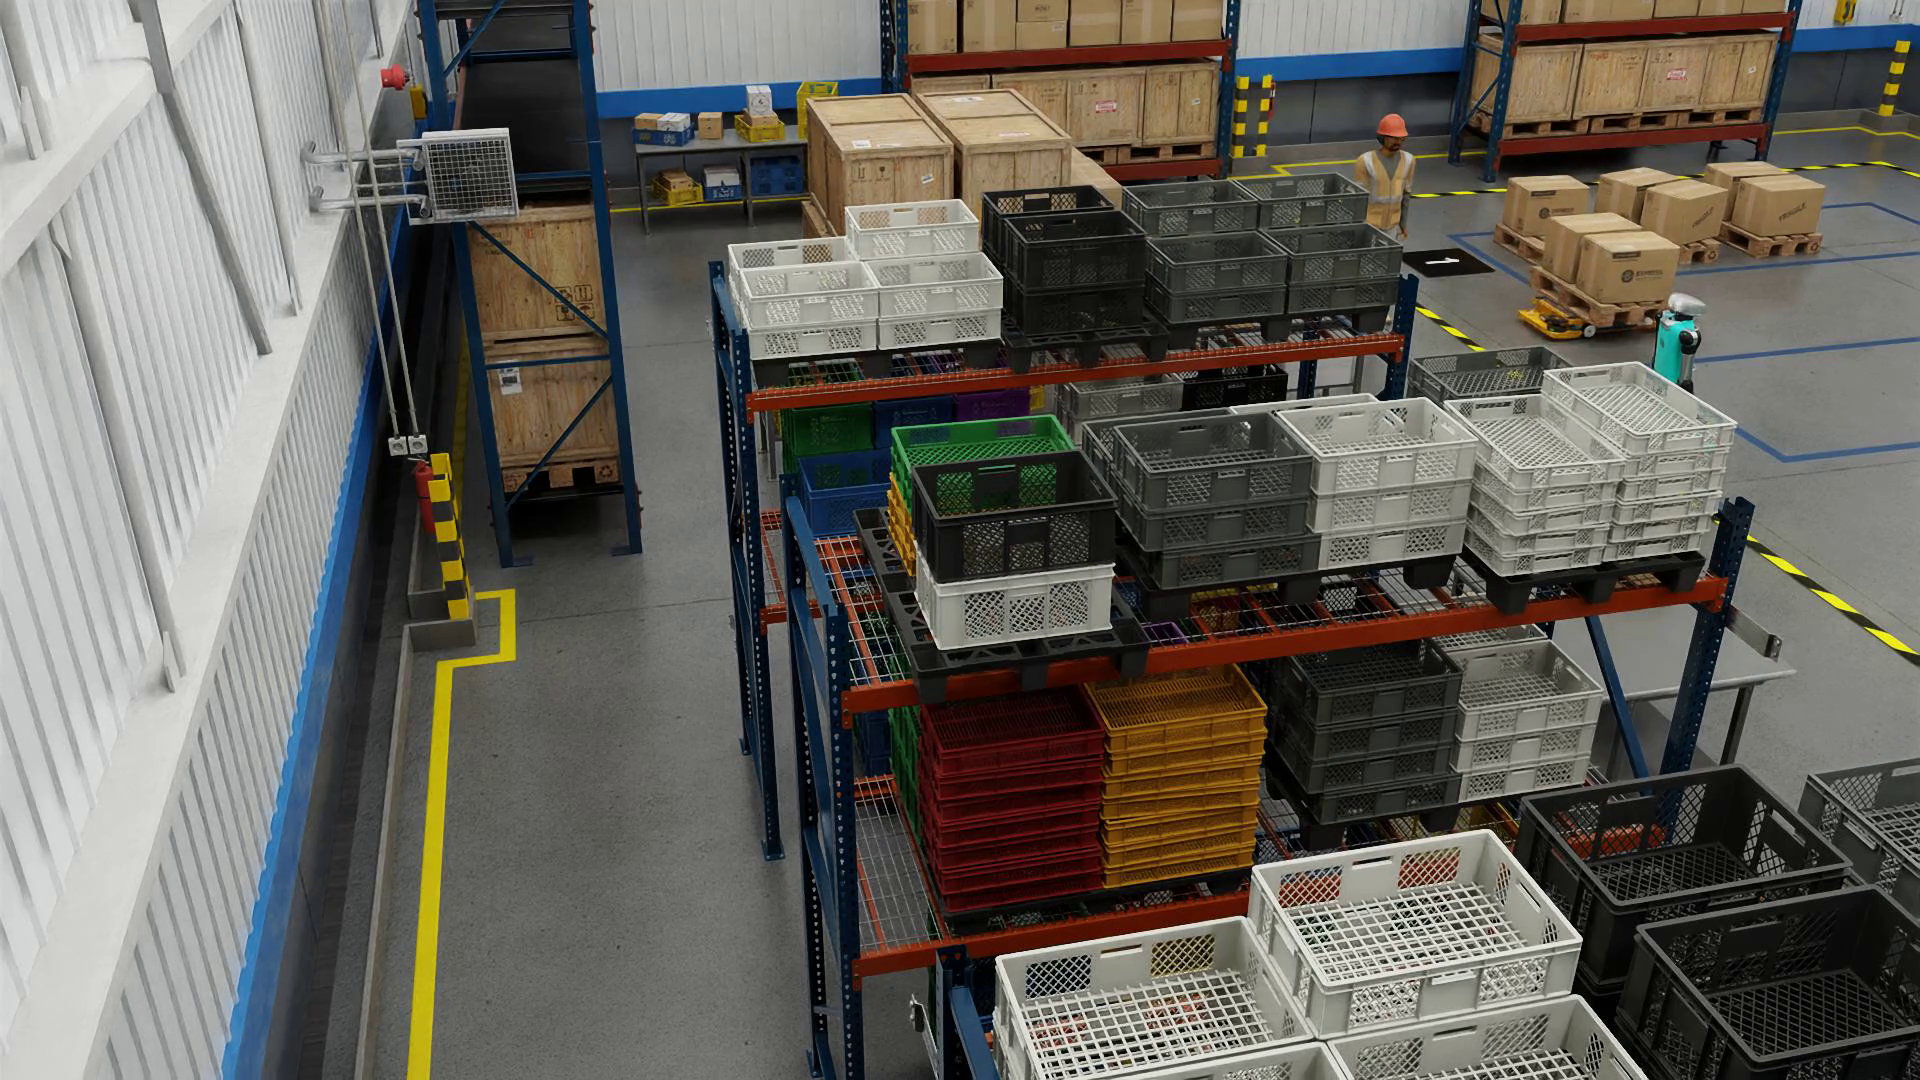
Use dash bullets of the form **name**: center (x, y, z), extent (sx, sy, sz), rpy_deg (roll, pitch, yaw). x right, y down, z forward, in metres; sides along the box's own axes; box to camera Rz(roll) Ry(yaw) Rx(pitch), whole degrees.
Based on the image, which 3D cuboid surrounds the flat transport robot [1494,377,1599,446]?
- **flat transport robot**: center (4.780, -1.036, 14.013), extent (0.659, 0.231, 1.431), rpy_deg (-6, 28, -12)

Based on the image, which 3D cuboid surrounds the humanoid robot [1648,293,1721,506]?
- **humanoid robot**: center (5.402, -1.009, 12.238), extent (0.735, 1.681, 0.533), rpy_deg (-2, 28, -3)

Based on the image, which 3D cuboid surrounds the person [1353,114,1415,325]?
- **person**: center (4.028, -3.053, 15.935), extent (0.606, 2.048, 0.366), rpy_deg (-7, 29, -12)

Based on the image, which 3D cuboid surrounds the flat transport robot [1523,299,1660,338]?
- **flat transport robot**: center (6.260, -2.218, 16.224), extent (1.431, 0.197, 0.652), rpy_deg (-6, 28, -12)
